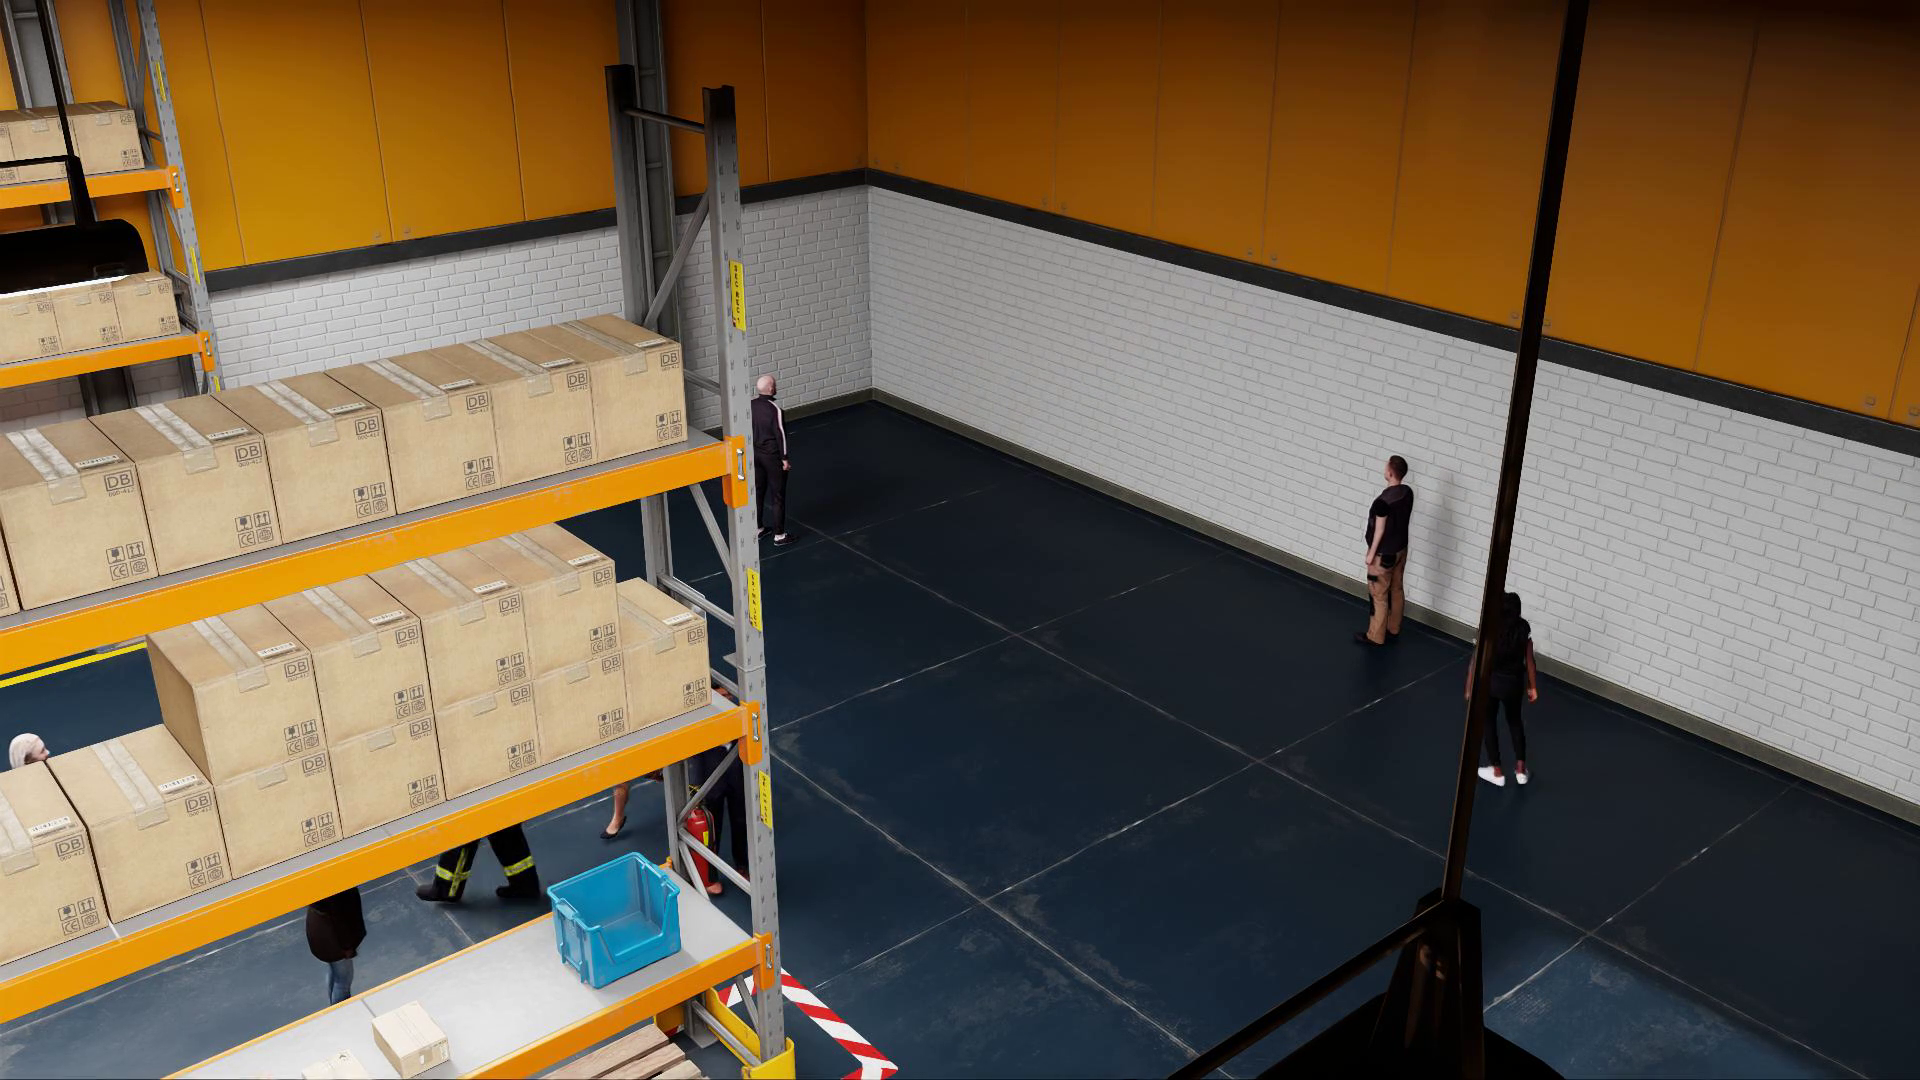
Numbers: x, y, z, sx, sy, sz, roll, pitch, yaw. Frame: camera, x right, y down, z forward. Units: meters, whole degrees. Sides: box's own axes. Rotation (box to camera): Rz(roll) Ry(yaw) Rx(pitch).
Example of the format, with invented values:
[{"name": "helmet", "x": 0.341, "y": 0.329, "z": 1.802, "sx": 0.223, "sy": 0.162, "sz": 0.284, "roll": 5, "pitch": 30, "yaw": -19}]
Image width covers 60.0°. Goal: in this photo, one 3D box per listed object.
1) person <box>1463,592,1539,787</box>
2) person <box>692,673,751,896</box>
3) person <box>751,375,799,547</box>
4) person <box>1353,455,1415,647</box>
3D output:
[{"name": "person", "x": 4.267, "y": 1.173, "z": 13.021, "sx": 0.765, "sy": 1.706, "sz": 0.903, "roll": 2, "pitch": 24, "yaw": 5}, {"name": "person", "x": -1.668, "y": 1.702, "z": 11.791, "sx": 0.586, "sy": 1.721, "sz": 0.759, "roll": -9, "pitch": 25, "yaw": -19}, {"name": "person", "x": -2.018, "y": -0.849, "z": 17.484, "sx": 0.734, "sy": 1.836, "sz": 0.655, "roll": 17, "pitch": 29, "yaw": 33}, {"name": "person", "x": 3.960, "y": 0.083, "z": 15.346, "sx": 0.539, "sy": 1.841, "sz": 0.753, "roll": -22, "pitch": 32, "yaw": -40}]
